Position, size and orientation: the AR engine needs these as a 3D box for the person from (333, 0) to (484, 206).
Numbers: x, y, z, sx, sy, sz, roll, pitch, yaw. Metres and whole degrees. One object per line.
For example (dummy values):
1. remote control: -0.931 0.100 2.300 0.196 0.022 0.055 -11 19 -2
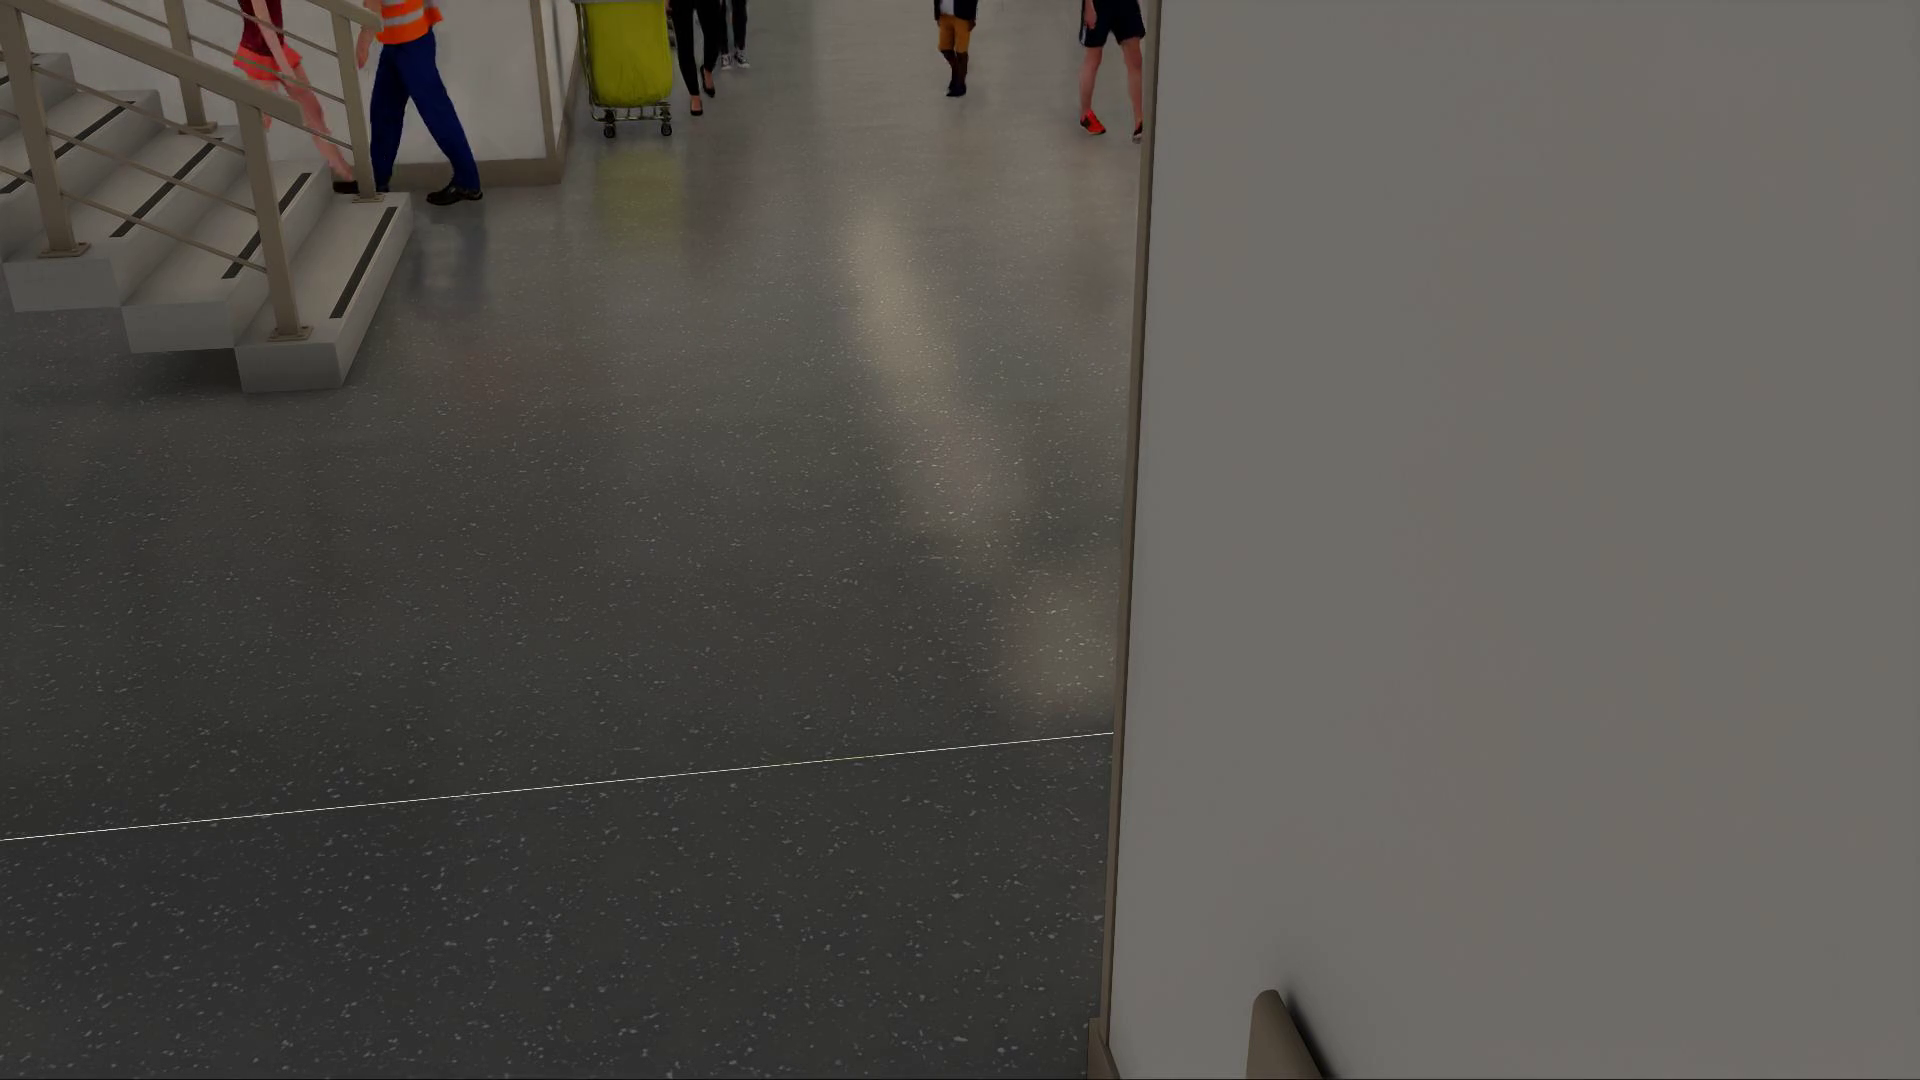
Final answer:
1. person: -3.012 -2.793 9.359 1.098 1.845 0.802 -9 27 -18

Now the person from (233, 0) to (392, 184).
1. person: -3.916 -2.643 9.199 1.069 1.715 0.607 -6 26 -12

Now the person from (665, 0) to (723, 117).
1. person: -1.918 -3.881 11.841 0.626 1.649 0.667 -6 26 -13

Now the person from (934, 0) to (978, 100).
1. person: 0.014 -3.979 12.488 0.666 1.264 0.723 15 29 28

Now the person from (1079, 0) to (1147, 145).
1. person: 0.948 -3.541 10.948 1.166 1.811 0.953 -12 28 -23
